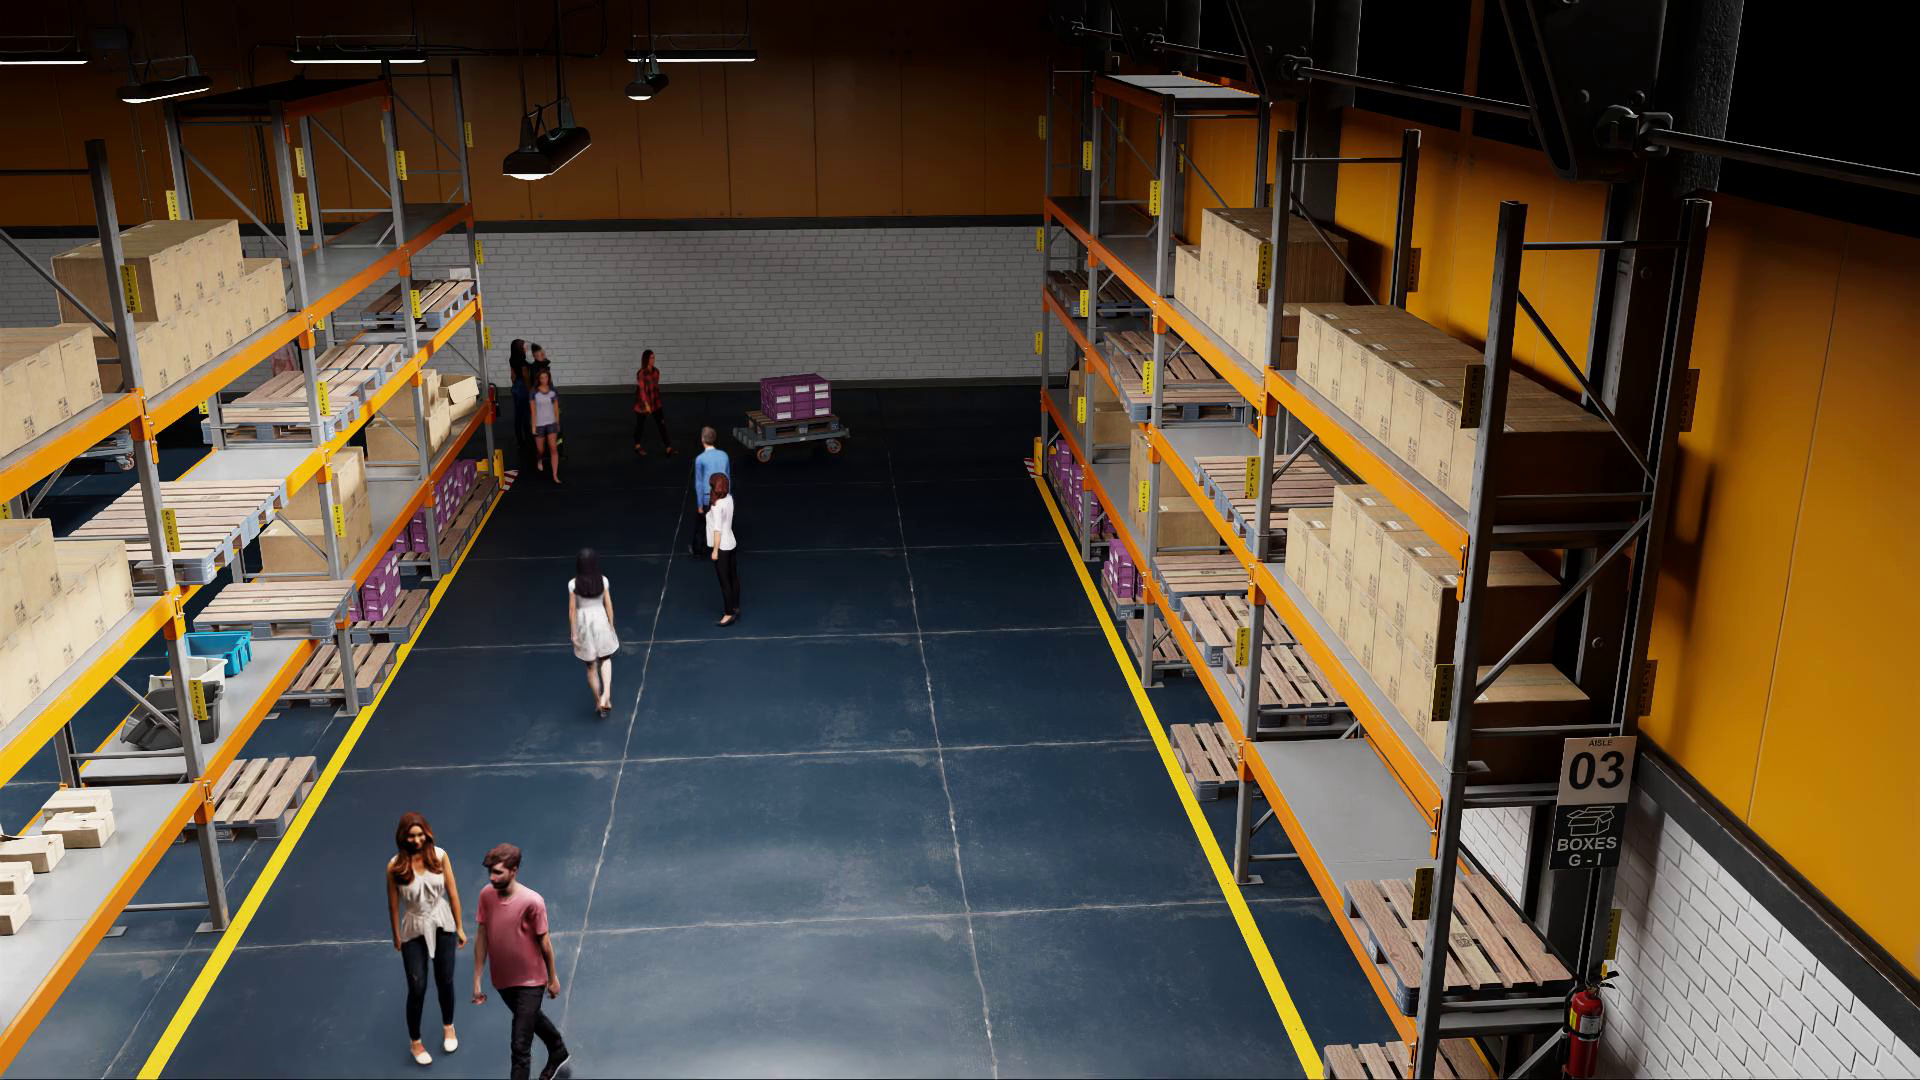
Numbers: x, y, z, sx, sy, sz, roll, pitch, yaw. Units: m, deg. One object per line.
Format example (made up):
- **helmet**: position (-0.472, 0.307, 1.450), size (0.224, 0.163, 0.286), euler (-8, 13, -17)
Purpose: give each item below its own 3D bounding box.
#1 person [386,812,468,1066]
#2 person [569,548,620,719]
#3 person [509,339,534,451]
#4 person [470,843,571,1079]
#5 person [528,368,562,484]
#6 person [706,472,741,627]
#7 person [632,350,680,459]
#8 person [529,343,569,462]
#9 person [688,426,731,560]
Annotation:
- **person**: position (-3.618, 2.640, 11.313), size (0.705, 1.778, 0.745), euler (-11, 21, -29)
- **person**: position (-3.599, 0.958, 16.332), size (0.725, 1.762, 0.829), euler (-6, 20, -18)
- **person**: position (-6.850, -2.283, 25.992), size (0.650, 1.739, 0.712), euler (16, 24, 38)
- **person**: position (-2.774, 2.784, 10.684), size (1.021, 1.905, 1.324), euler (7, 20, 20)
- **person**: position (-6.072, -1.679, 24.251), size (0.787, 1.706, 0.988), euler (-9, 21, -26)
- **person**: position (-2.665, 0.097, 18.839), size (0.729, 1.794, 0.560), euler (4, 19, 11)
- **person**: position (-4.835, -2.057, 25.456), size (1.113, 1.653, 1.077), euler (14, 23, 35)
- **person**: position (-6.392, -2.088, 25.270), size (0.883, 1.830, 0.764), euler (-4, 19, -12)
- **person**: position (-3.006, -0.477, 20.579), size (1.033, 1.770, 1.212), euler (-13, 23, -34)
